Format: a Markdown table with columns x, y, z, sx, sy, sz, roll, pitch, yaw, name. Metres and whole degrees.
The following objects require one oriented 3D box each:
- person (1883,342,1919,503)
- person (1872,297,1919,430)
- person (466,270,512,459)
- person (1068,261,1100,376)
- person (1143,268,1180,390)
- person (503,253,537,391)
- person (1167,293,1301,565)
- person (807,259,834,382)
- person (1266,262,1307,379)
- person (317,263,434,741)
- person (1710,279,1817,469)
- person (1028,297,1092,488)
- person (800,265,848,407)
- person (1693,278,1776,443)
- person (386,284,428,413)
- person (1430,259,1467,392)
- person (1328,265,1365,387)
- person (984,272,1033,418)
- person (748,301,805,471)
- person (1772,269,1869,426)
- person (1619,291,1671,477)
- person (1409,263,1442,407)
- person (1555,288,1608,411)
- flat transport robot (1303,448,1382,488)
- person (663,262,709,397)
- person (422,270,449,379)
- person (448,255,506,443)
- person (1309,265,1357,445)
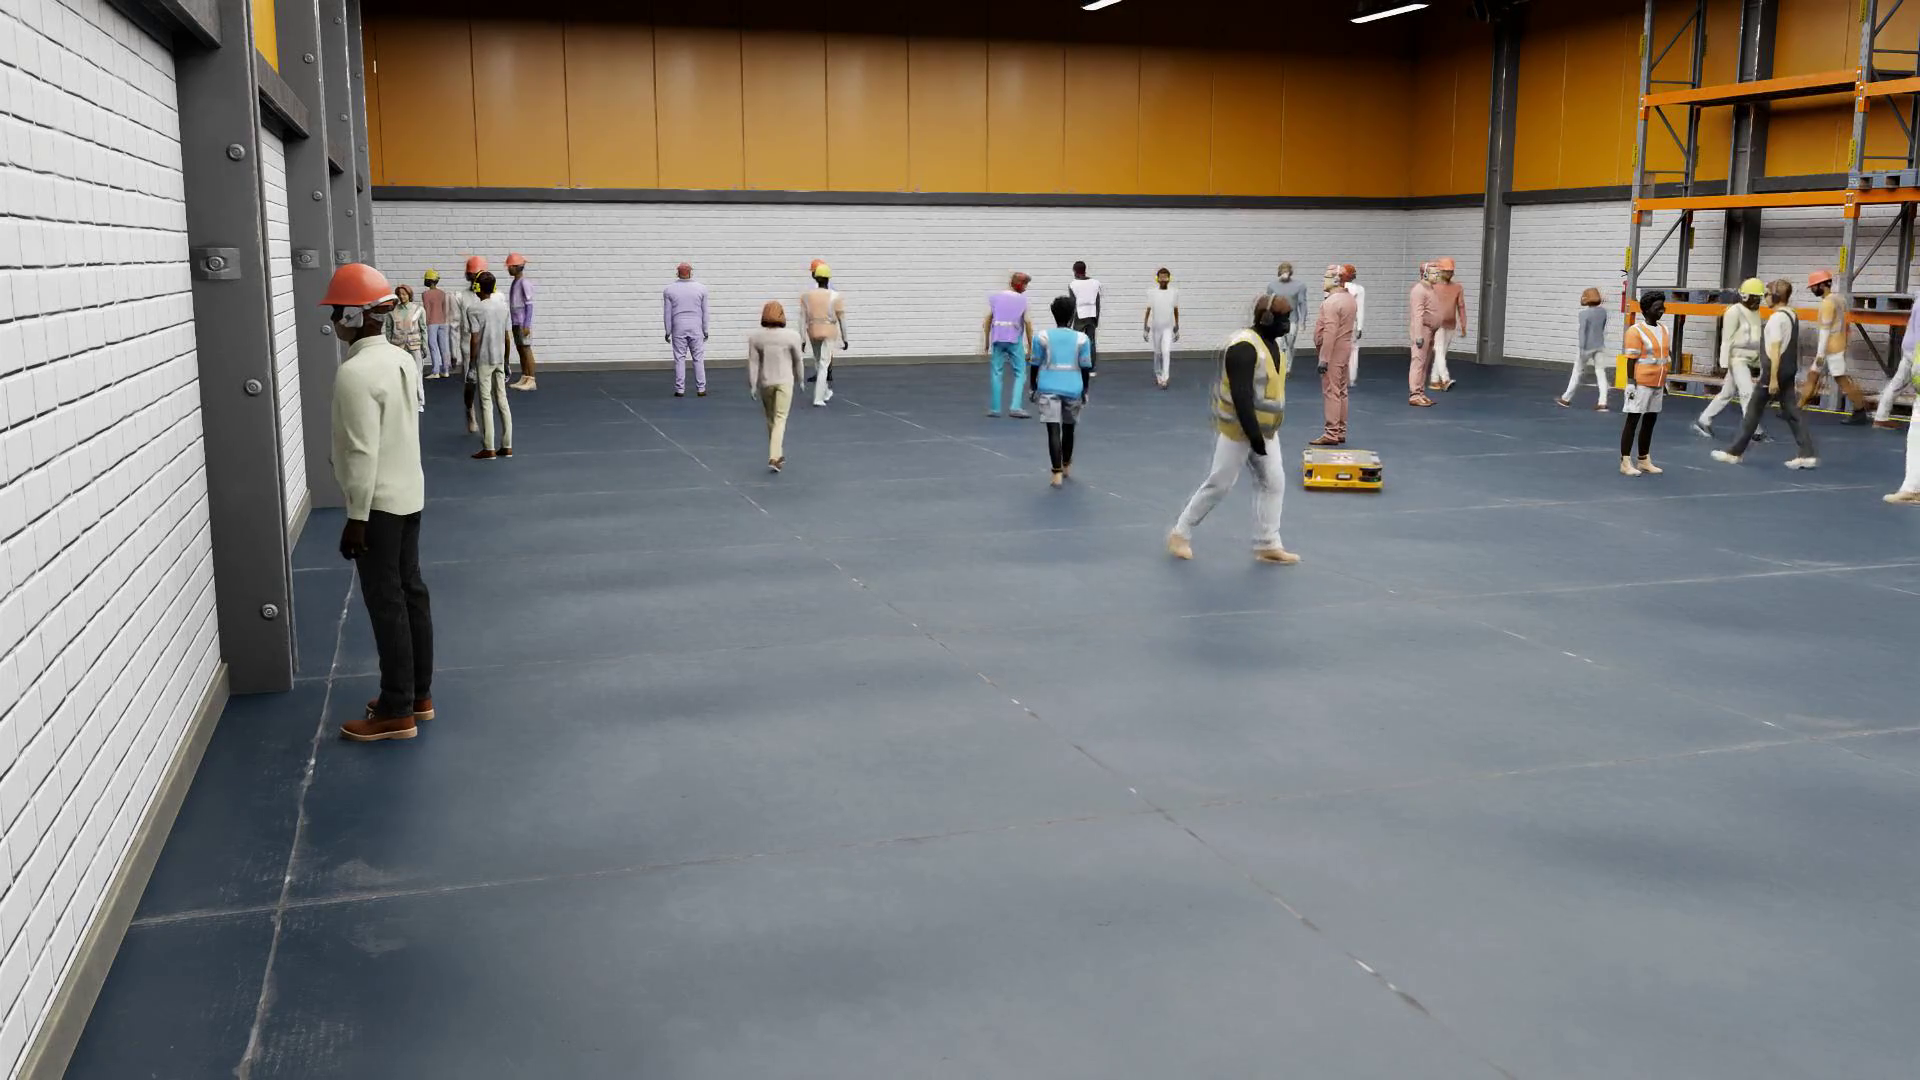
| x | y | z | sx | sy | sz | roll | pitch | yaw | name |
| --- | --- | --- | --- | --- | --- | --- | --- | --- | --- |
| 7.987 | -1.167 | 13.394 | 0.769 | 1.820 | 0.632 | 2 | 10 | 11 | person |
| 10.835 | -2.115 | 18.795 | 0.893 | 1.870 | 0.687 | 7 | 12 | 36 | person |
| -4.686 | -1.736 | 16.526 | 0.328 | 1.872 | 0.507 | 7 | 12 | 35 | person |
| 2.060 | -3.644 | 27.518 | 0.641 | 1.896 | 0.381 | -5 | 11 | -27 | person |
| 3.046 | -3.203 | 25.174 | 0.538 | 1.826 | 0.979 | 1 | 10 | 6 | person |
| -6.561 | -3.241 | 24.746 | 0.396 | 2.038 | 0.615 | -6 | 12 | -32 | person |
| 1.819 | -0.735 | 11.000 | 0.861 | 1.795 | 0.643 | 8 | 12 | 37 | person |
| -2.237 | -3.477 | 26.406 | 0.361 | 1.939 | 0.543 | 7 | 12 | 34 | person |
| 5.207 | -3.485 | 26.614 | 0.648 | 1.889 | 1.018 | 2 | 10 | 13 | person |
| -2.458 | -0.155 | 7.007 | 0.386 | 1.996 | 0.610 | 0 | 10 | 3 | person |
| 7.769 | -1.578 | 15.850 | 0.533 | 1.793 | 0.986 | -8 | 13 | -40 | person |
| 0.872 | -1.314 | 14.709 | 0.536 | 1.648 | 0.867 | -1 | 10 | -8 | person |
| -1.824 | -2.739 | 22.334 | 0.603 | 1.867 | 1.017 | 2 | 10 | 13 | person |
| 8.485 | -1.967 | 18.155 | 0.597 | 1.779 | 0.950 | -8 | 13 | -40 | person |
| -7.069 | -2.444 | 21.288 | 0.514 | 1.641 | 0.315 | -1 | 10 | -6 | person |
| 7.185 | -3.159 | 24.534 | 0.647 | 1.942 | 0.990 | -2 | 10 | -11 | person |
| 5.862 | -3.232 | 25.245 | 0.589 | 1.846 | 0.886 | 4 | 11 | 24 | person |
| 0.607 | -2.396 | 20.540 | 0.689 | 1.809 | 0.386 | 4 | 10 | 20 | person |
| -1.743 | -1.453 | 15.710 | 0.494 | 1.591 | 0.873 | 1 | 10 | 8 | person |
| 10.335 | -2.283 | 19.774 | 1.040 | 1.849 | 0.615 | 5 | 11 | 27 | person |
| 6.304 | -1.430 | 15.259 | 0.542 | 1.695 | 0.316 | -5 | 11 | -28 | person |
| 6.234 | -2.744 | 22.254 | 0.405 | 1.911 | 0.636 | 5 | 11 | 28 | person |
| 8.174 | -2.485 | 21.679 | 0.498 | 1.588 | 0.863 | -4 | 10 | -20 | person |
| 3.405 | -0.651 | 14.864 | 0.652 | 0.197 | 1.431 | 2 | 10 | 11 | flat transport robot |
| -3.889 | -2.990 | 23.677 | 0.637 | 1.911 | 0.403 | -2 | 10 | -12 | person |
| -8.544 | -3.492 | 26.994 | 0.313 | 1.768 | 0.533 | 4 | 11 | 23 | person |
| -5.222 | -2.073 | 18.039 | 0.619 | 2.022 | 0.775 | -4 | 11 | -22 | person |
| 3.968 | -1.965 | 17.733 | 0.408 | 1.913 | 0.644 | 6 | 11 | 30 | person |
